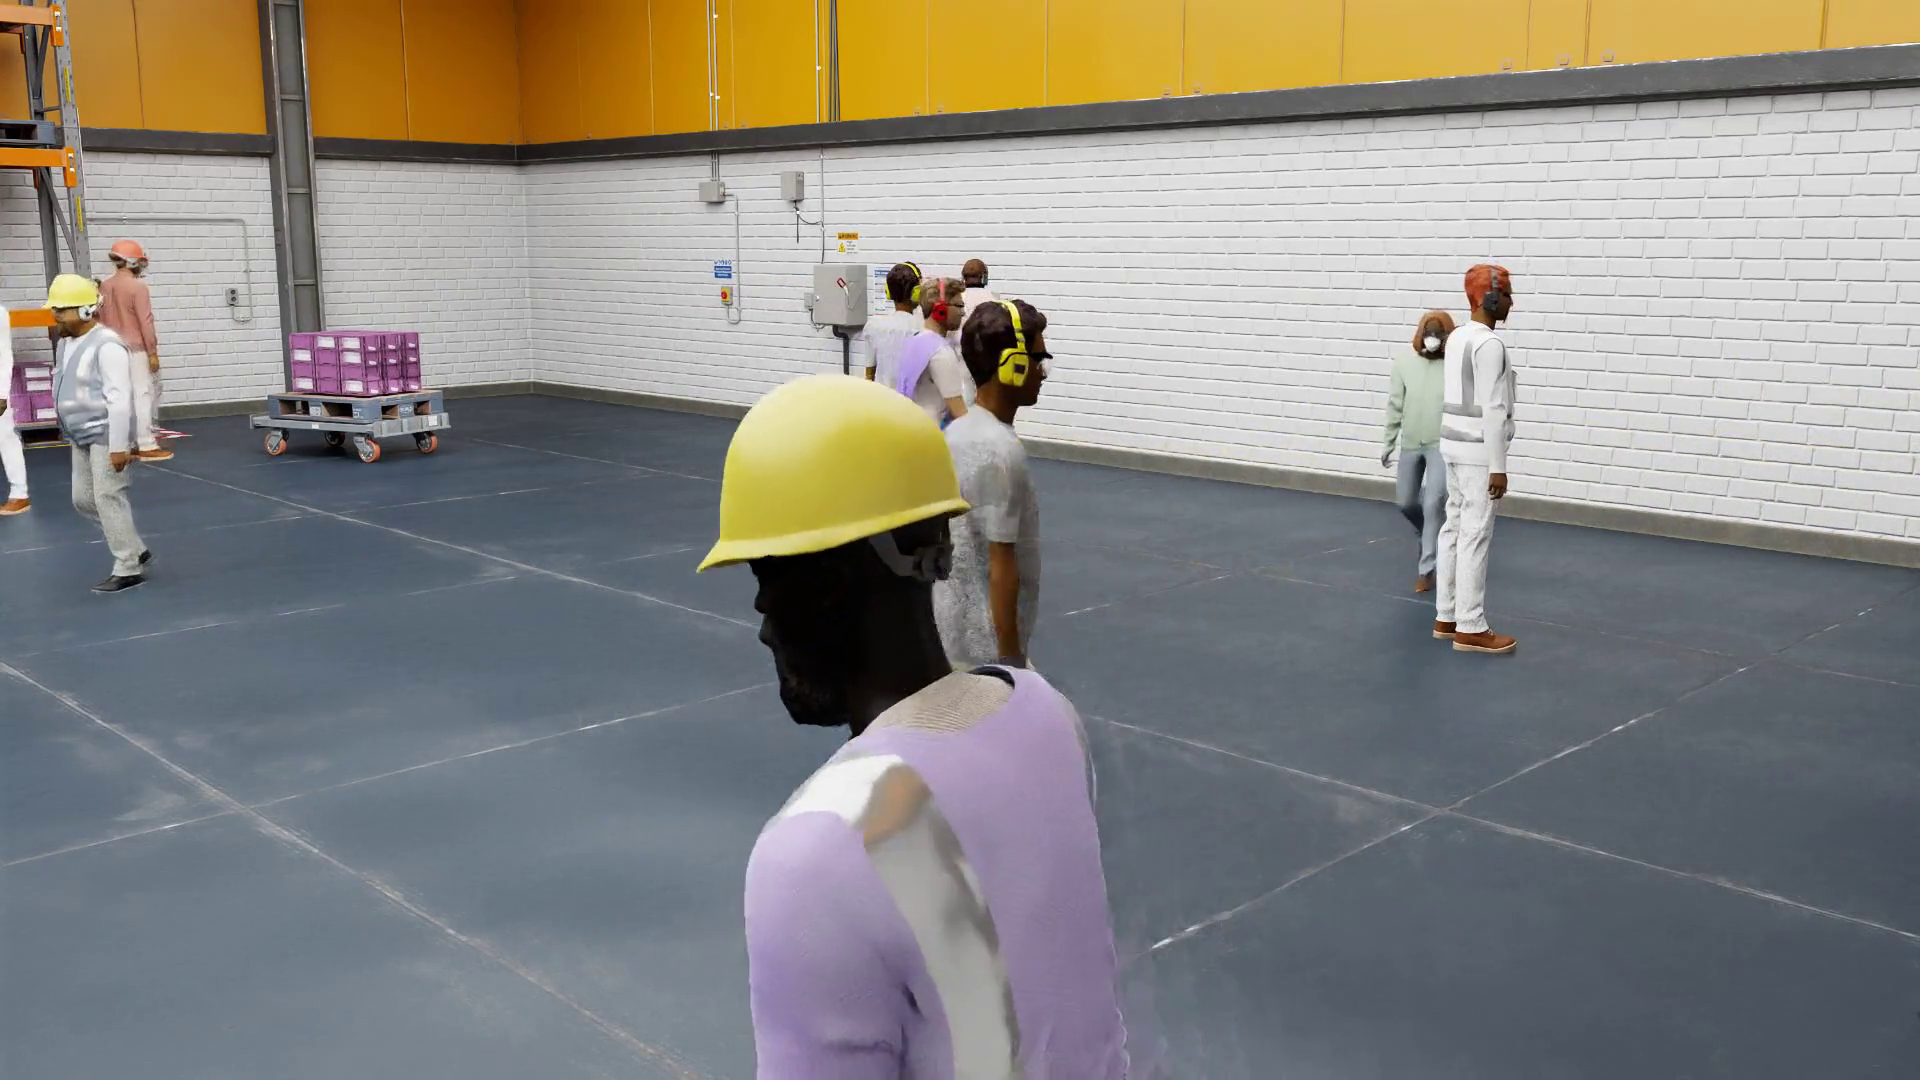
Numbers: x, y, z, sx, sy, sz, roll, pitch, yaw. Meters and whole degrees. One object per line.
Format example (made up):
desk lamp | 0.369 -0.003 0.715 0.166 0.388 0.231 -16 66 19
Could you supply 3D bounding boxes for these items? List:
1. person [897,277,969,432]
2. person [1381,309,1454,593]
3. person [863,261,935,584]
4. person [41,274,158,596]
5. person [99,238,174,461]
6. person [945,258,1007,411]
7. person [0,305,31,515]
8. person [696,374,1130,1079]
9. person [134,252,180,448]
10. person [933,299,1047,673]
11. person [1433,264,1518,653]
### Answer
person | -0.021 -0.408 8.404 0.906 1.805 0.569 -2 11 -10
person | 2.736 -0.538 9.646 0.509 1.612 0.643 7 13 34
person | -0.314 -0.667 9.642 0.521 1.874 0.328 5 11 24
person | -4.858 -0.599 9.432 0.610 1.810 0.517 9 14 40
person | -7.442 -1.707 14.985 0.622 1.989 0.401 5 12 26
person | 0.126 -1.331 13.363 0.622 1.838 0.429 2 11 11
person | -7.018 -1.049 11.794 0.648 1.844 0.869 1 10 6
person | 0.009 0.778 1.726 0.593 1.895 0.593 4 11 23
person | -7.801 -1.800 15.734 0.700 1.901 0.619 9 14 41
person | 0.117 0.301 4.394 0.372 1.855 0.567 -3 11 -17
person | 2.538 -0.398 8.145 0.355 1.883 0.576 -1 10 -4
